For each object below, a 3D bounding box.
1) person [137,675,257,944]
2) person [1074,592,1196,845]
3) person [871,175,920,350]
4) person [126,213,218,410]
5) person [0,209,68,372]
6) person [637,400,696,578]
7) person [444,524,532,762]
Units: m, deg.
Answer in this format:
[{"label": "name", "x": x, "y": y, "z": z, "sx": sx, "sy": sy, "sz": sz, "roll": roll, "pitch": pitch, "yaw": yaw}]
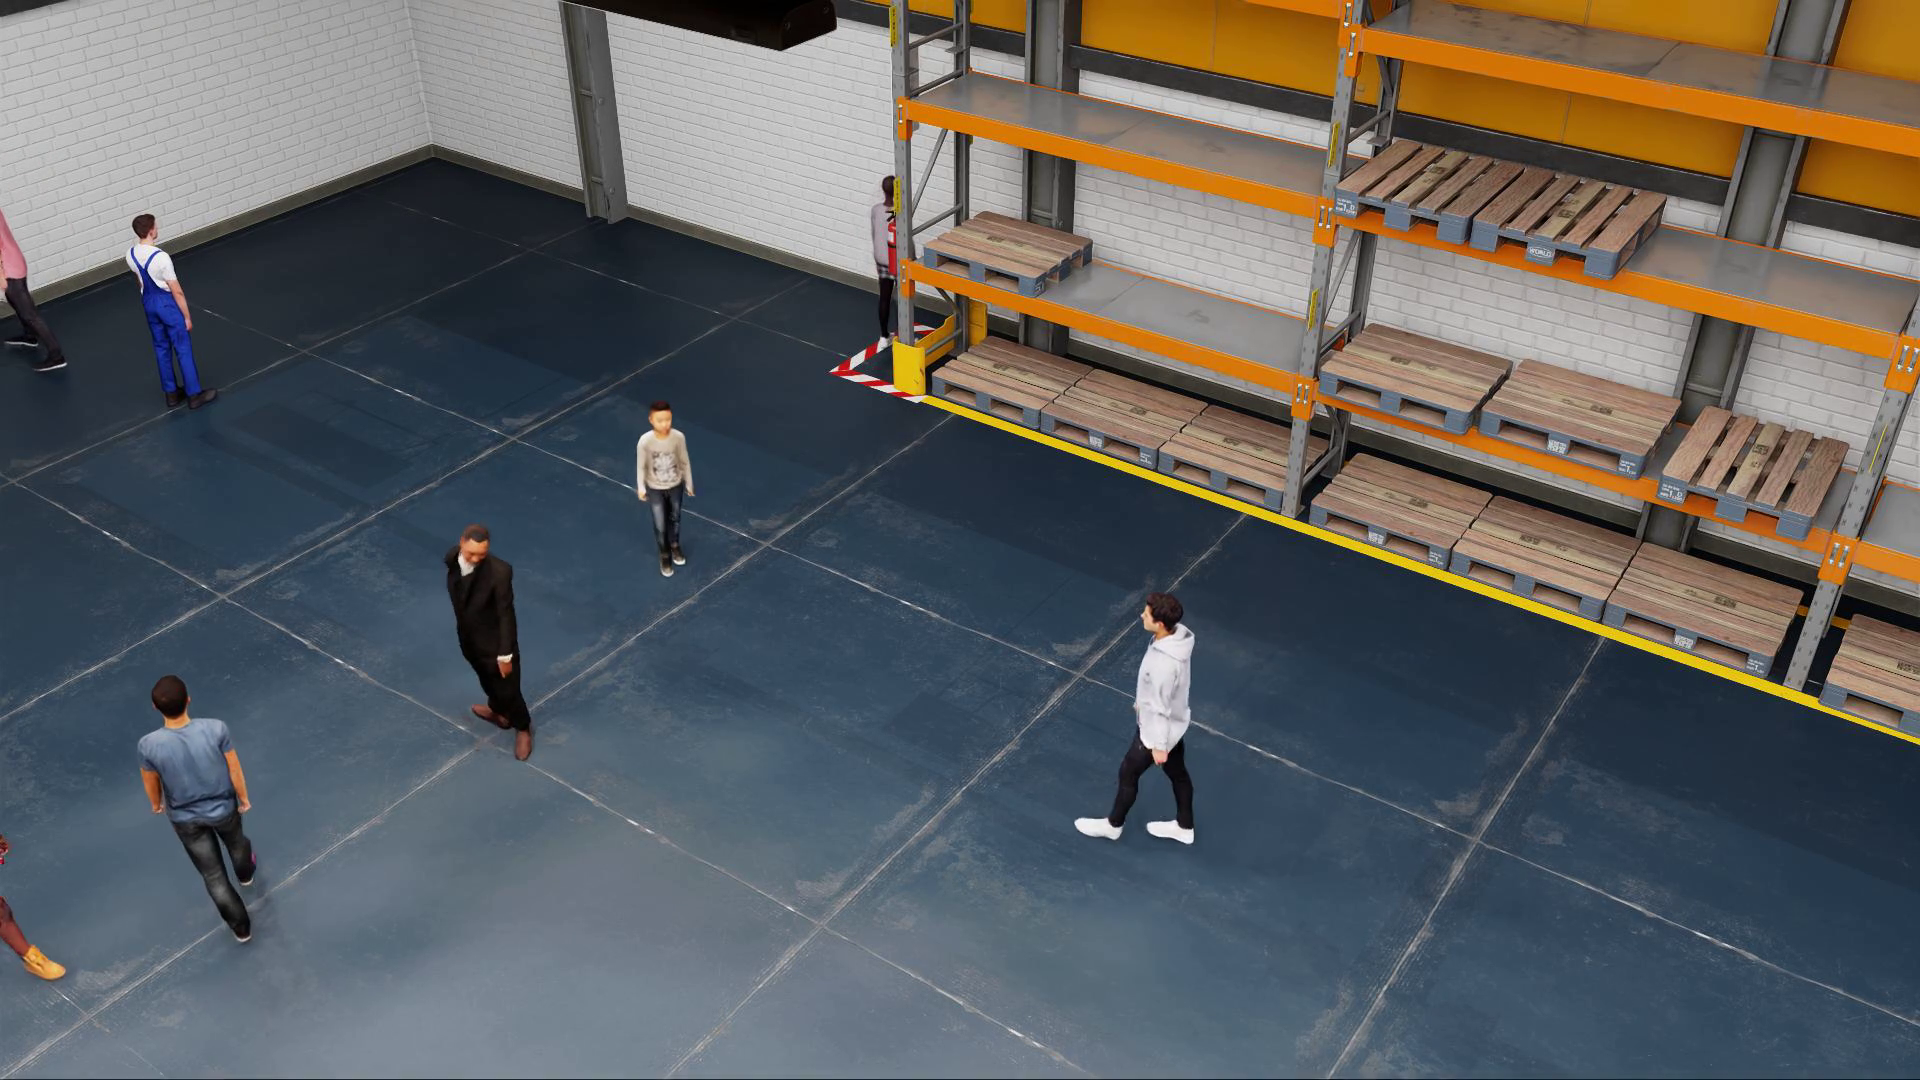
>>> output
[{"label": "person", "x": -4.363, "y": 1.604, "z": 9.625, "sx": 0.916, "sy": 1.785, "sz": 1.097, "roll": -20, "pitch": 38, "yaw": -27}, {"label": "person", "x": 1.338, "y": 1.153, "z": 10.201, "sx": 1.105, "sy": 1.899, "sz": 0.916, "roll": 8, "pitch": 35, "yaw": 12}, {"label": "person", "x": -0.649, "y": -2.679, "z": 16.080, "sx": 0.488, "sy": 1.771, "sz": 0.695, "roll": 17, "pitch": 37, "yaw": 23}, {"label": "person", "x": -7.232, "y": -2.076, "z": 15.104, "sx": 0.614, "sy": 1.848, "sz": 0.746, "roll": 8, "pitch": 35, "yaw": 12}, {"label": "person", "x": -8.989, "y": -2.552, "z": 15.746, "sx": 1.099, "sy": 1.930, "sz": 0.962, "roll": -15, "pitch": 36, "yaw": -21}, {"label": "person", "x": -2.332, "y": -0.462, "z": 13.032, "sx": 0.695, "sy": 1.454, "sz": 0.740, "roll": -16, "pitch": 37, "yaw": -22}, {"label": "person", "x": -3.143, "y": 0.594, "z": 11.058, "sx": 0.950, "sy": 1.880, "sz": 0.533, "roll": -27, "pitch": 42, "yaw": -35}]
